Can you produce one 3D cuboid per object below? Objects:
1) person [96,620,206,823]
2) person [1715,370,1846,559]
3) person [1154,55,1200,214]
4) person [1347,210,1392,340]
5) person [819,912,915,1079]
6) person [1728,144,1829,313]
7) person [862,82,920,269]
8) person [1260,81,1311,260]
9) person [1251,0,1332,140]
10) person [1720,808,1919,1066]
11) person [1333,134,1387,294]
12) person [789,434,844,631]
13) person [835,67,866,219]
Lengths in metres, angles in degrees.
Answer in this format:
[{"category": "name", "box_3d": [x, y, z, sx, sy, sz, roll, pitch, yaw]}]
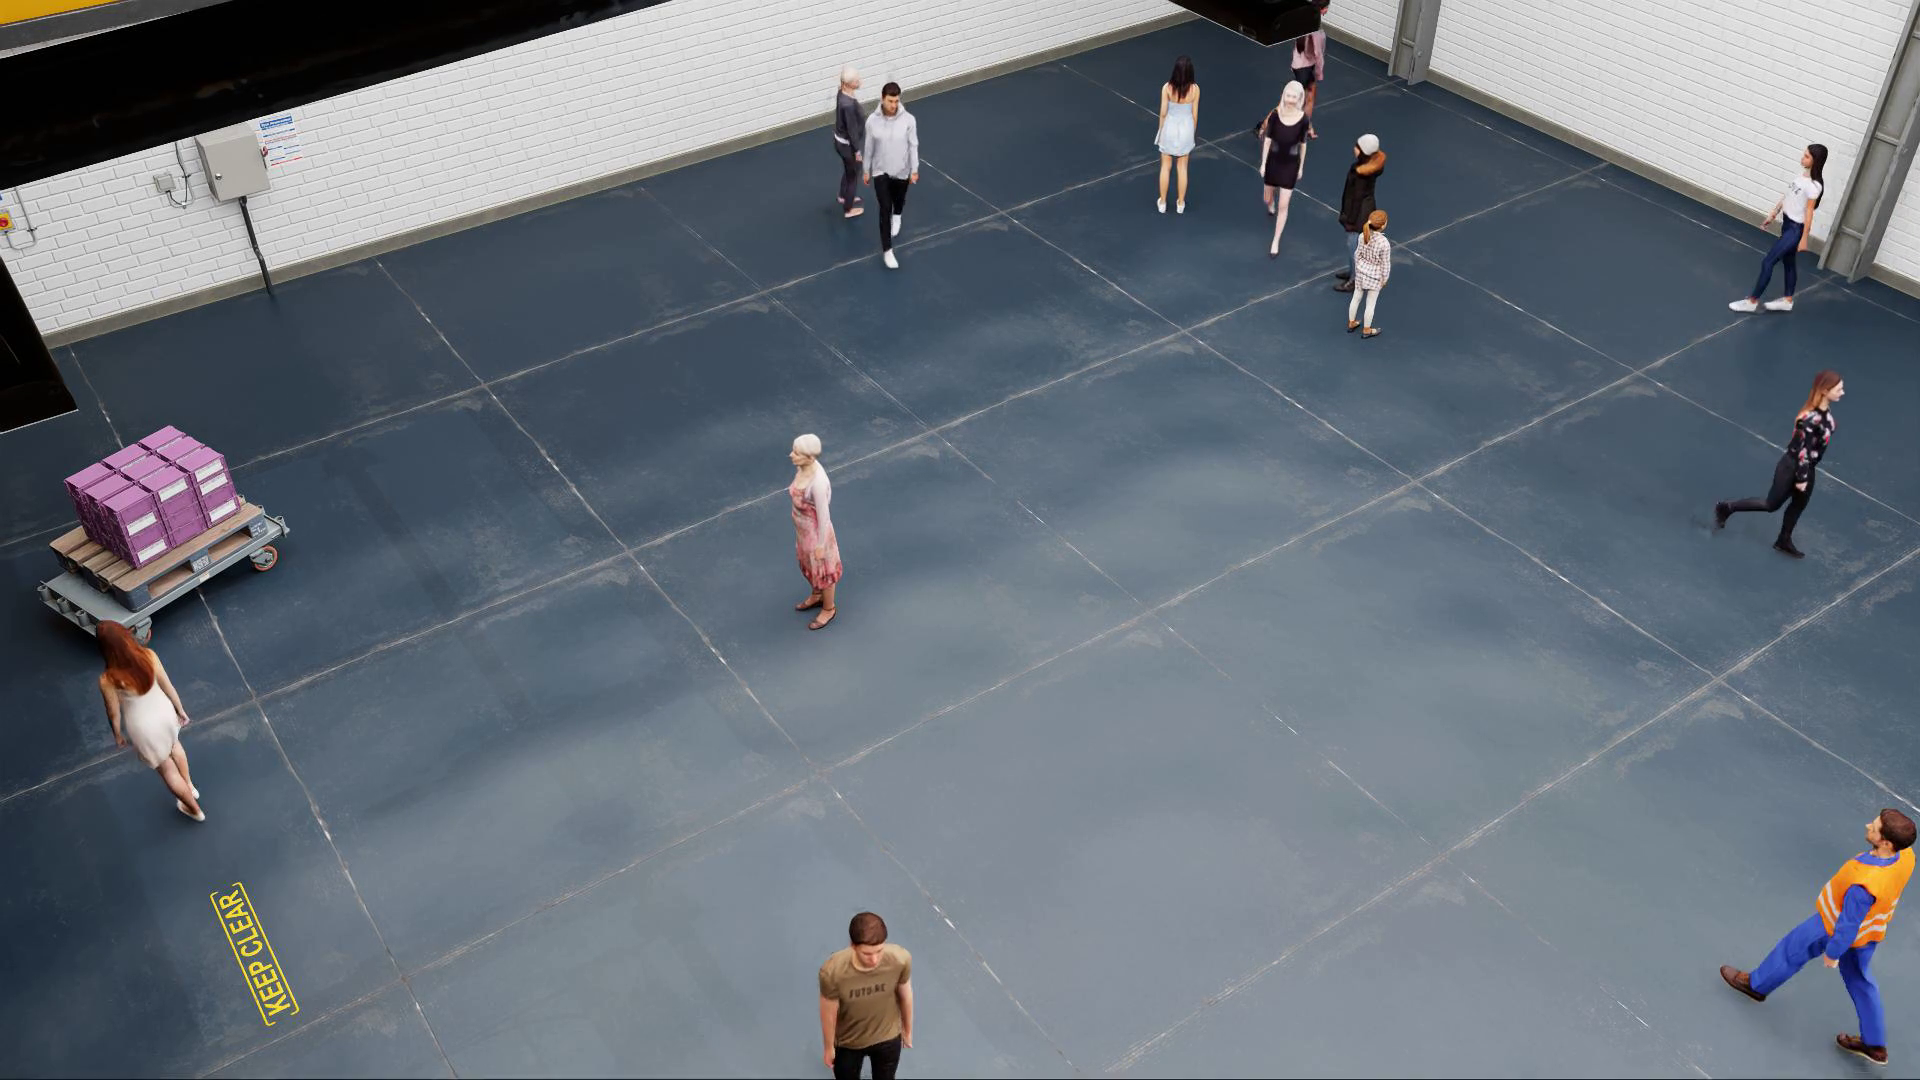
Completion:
[{"category": "person", "box_3d": [-5.168, 1.216, 10.744, 0.728, 1.702, 0.683, 24, 44, 27]}, {"category": "person", "box_3d": [6.484, -0.604, 13.057, 1.029, 1.660, 0.706, 28, 46, 31]}, {"category": "person", "box_3d": [2.297, -4.300, 17.629, 0.673, 1.729, 0.697, -1, 39, -1]}, {"category": "person", "box_3d": [3.875, -2.527, 15.743, 0.615, 1.313, 0.500, -31, 48, -32]}, {"category": "person", "box_3d": [-0.519, 2.576, 8.928, 0.888, 1.843, 1.069, -9, 39, -11]}, {"category": "person", "box_3d": [8.068, -2.948, 15.919, 0.958, 1.751, 0.901, 7, 39, 8]}, {"category": "person", "box_3d": [-0.709, -3.792, 16.866, 1.092, 1.886, 1.341, -5, 39, -6]}, {"category": "person", "box_3d": [3.293, -3.830, 16.972, 1.000, 1.814, 1.043, 7, 39, 9]}, {"category": "person", "box_3d": [3.798, -5.267, 18.815, 1.041, 1.760, 1.106, -5, 39, -6]}, {"category": "person", "box_3d": [5.086, 2.235, 9.371, 0.676, 1.823, 1.197, -25, 45, -28]}, {"category": "person", "box_3d": [3.935, -3.223, 16.358, 0.763, 1.632, 0.726, 12, 40, 15]}, {"category": "person", "box_3d": [-1.082, -0.082, 12.377, 0.673, 1.692, 0.534, -18, 42, -21]}, {"category": "person", "box_3d": [-1.200, -4.168, 17.483, 0.814, 1.706, 0.613, -19, 42, -22]}]
